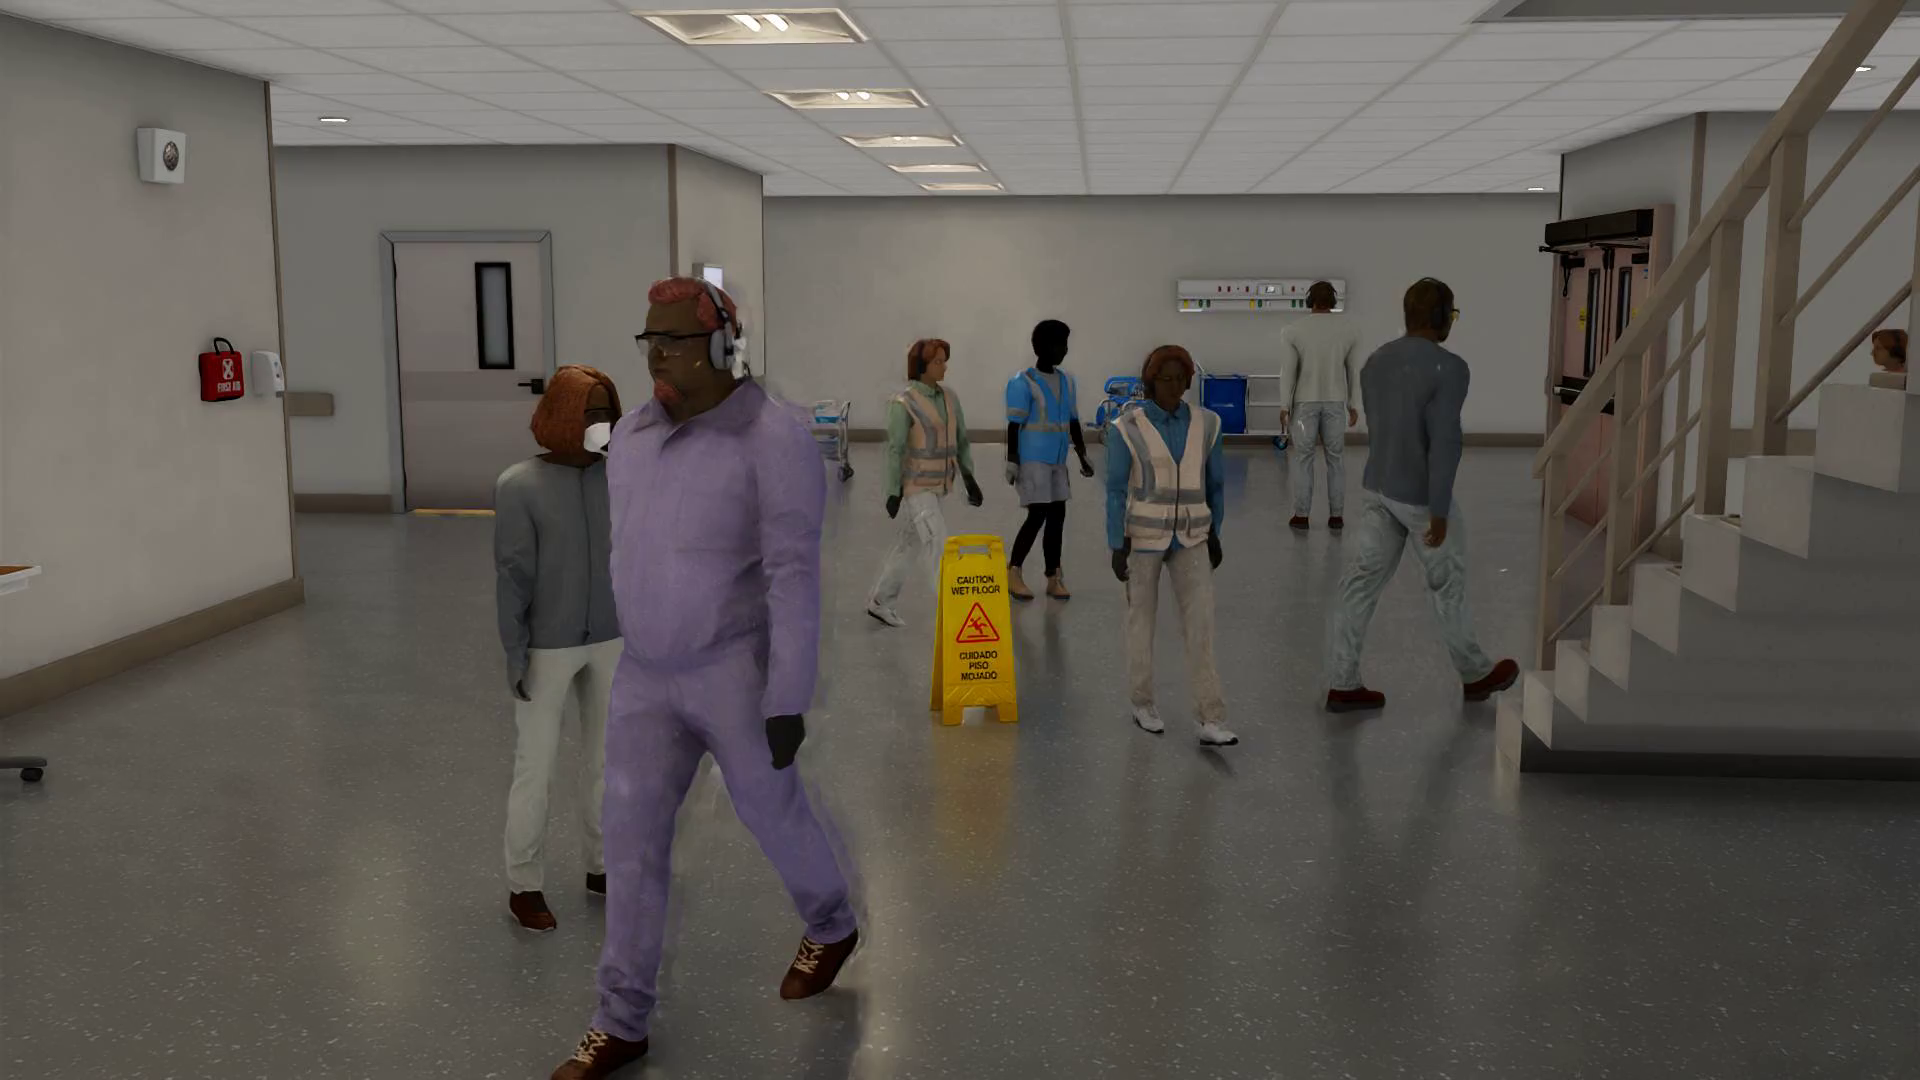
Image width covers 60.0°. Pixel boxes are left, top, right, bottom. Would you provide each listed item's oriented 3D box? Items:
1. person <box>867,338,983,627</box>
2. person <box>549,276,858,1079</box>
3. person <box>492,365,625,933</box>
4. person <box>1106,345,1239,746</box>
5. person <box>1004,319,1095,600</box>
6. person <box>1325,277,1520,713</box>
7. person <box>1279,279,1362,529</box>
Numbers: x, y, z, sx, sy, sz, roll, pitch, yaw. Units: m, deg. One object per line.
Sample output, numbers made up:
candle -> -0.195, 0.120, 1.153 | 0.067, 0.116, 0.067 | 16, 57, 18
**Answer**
person -> -0.190, -0.278, 8.872 | 0.878, 1.596, 0.508 | 5, 10, 31
person -> -0.582, 0.299, 4.037 | 0.656, 1.867, 0.969 | 5, 10, 31
person -> -1.105, 0.308, 4.808 | 0.513, 1.624, 0.314 | -8, 12, -43
person -> 0.856, 0.034, 6.658 | 0.544, 1.603, 0.793 | -2, 9, -13
person -> 0.507, -0.481, 9.955 | 0.370, 1.689, 0.563 | 7, 11, 41
person -> 2.025, -0.191, 7.286 | 0.994, 1.886, 0.643 | -5, 10, -29
person -> 2.794, -1.047, 12.933 | 0.635, 1.936, 0.356 | 0, 8, 0
